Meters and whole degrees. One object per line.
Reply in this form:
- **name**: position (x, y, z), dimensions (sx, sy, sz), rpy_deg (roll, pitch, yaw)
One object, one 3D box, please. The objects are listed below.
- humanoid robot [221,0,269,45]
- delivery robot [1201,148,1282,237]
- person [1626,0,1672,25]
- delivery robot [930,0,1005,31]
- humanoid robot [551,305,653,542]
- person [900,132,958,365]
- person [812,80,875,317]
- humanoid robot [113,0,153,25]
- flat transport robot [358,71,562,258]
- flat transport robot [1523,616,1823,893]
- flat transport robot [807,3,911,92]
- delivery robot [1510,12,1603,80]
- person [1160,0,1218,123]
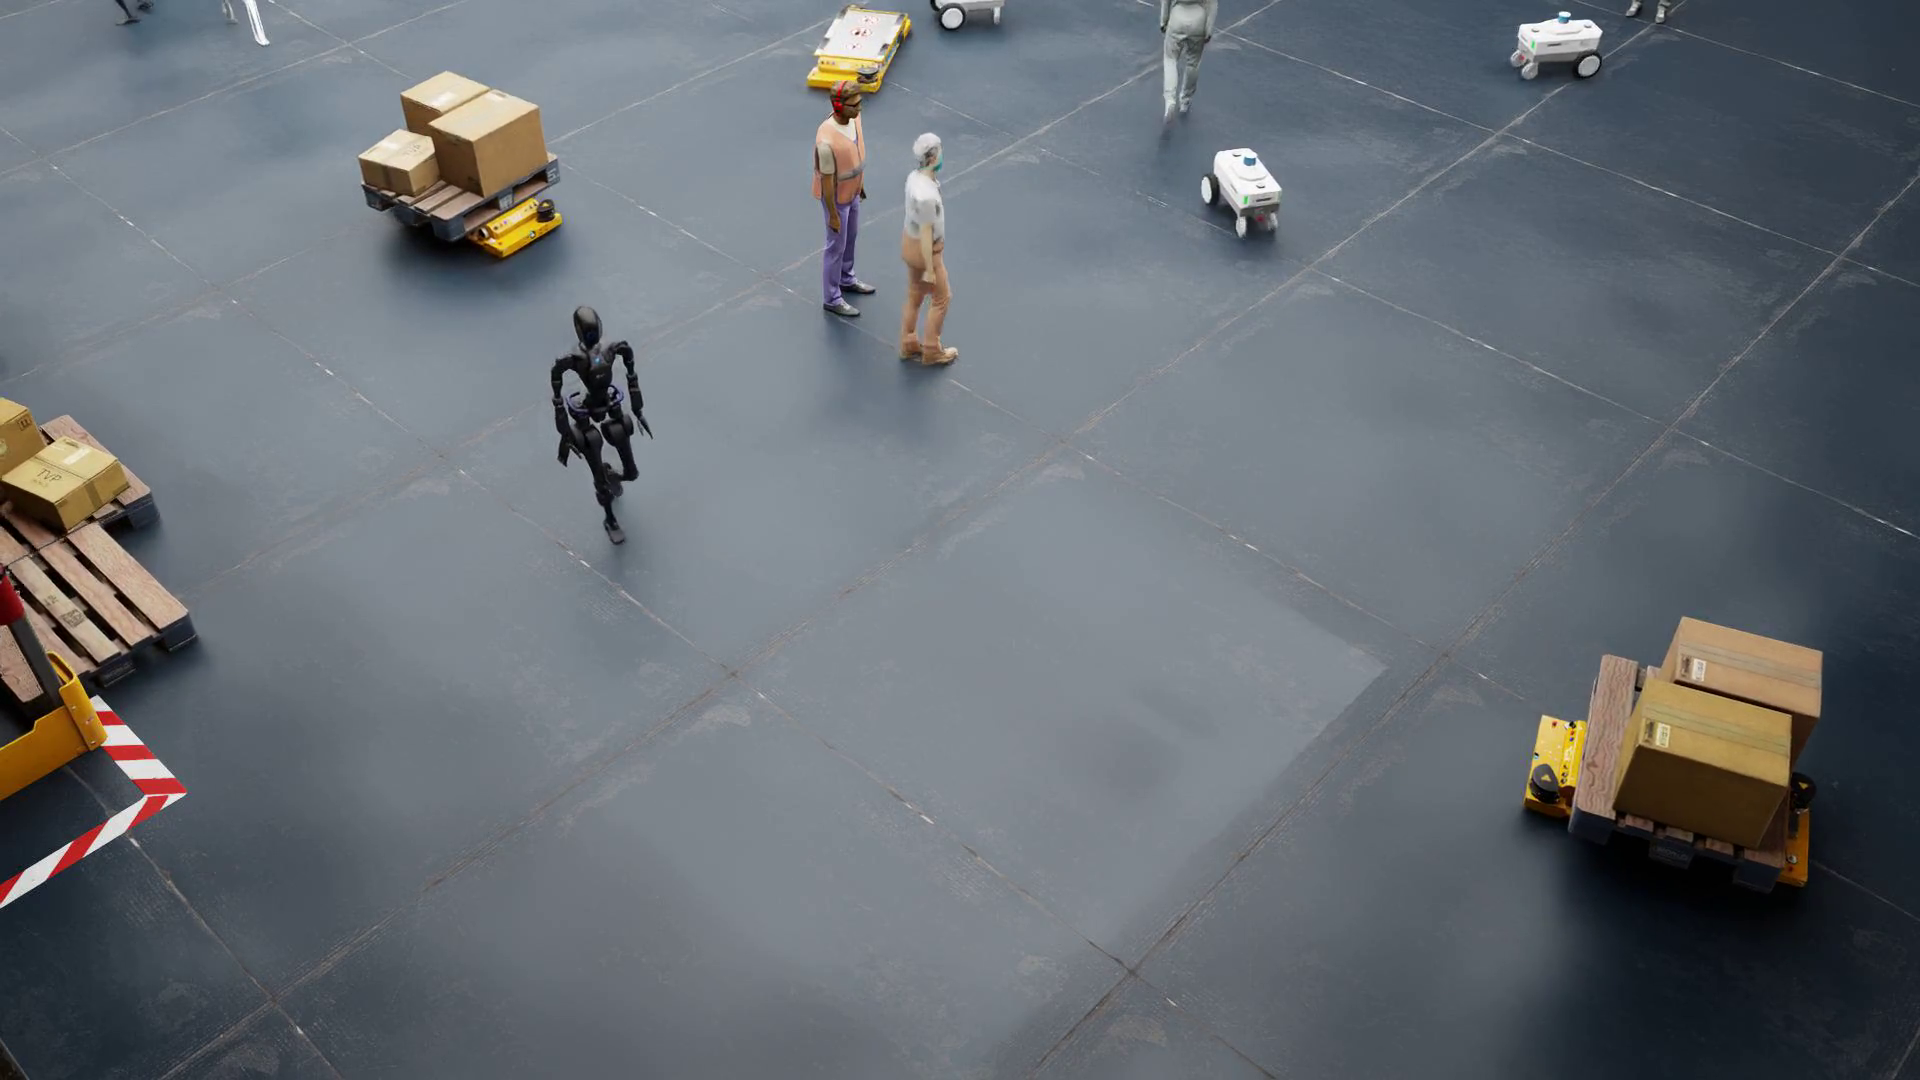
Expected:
- **humanoid robot**: position (-6.939, -5.565, 15.641), dimensions (0.551, 1.798, 0.918), rpy_deg (-26, 48, -26)
- **delivery robot**: position (2.315, -2.873, 13.518), dimensions (0.499, 0.611, 0.792), rpy_deg (-10, 43, -11)
- **person**: position (6.792, -5.891, 15.908), dimensions (0.574, 1.830, 0.412), rpy_deg (18, 45, 19)
- **delivery robot**: position (0.072, -5.306, 16.224), dimensions (0.785, 0.614, 0.525), rpy_deg (-8, 43, -8)
- **humanoid robot**: position (-2.260, -0.767, 10.324), dimensions (0.604, 1.638, 0.526), rpy_deg (-23, 47, -24)
- **person**: position (-0.239, -2.024, 11.696), dimensions (0.478, 1.711, 0.514), rpy_deg (-11, 43, -12)
- **person**: position (-0.870, -2.510, 12.148), dimensions (0.391, 1.836, 0.559), rpy_deg (13, 44, 14)
- **humanoid robot**: position (-8.221, -5.775, 15.900), dimensions (0.391, 1.643, 0.585), rpy_deg (4, 42, 4)
- **flat transport robot**: position (-3.997, -2.728, 13.558), dimensions (1.431, 0.231, 0.659), rpy_deg (25, 48, 25)
- **flat transport robot**: position (3.840, 1.370, 9.003), dimensions (1.431, 0.231, 0.659), rpy_deg (15, 44, 16)
- **flat transport robot**: position (-0.942, -4.651, 15.696), dimensions (0.659, 0.231, 1.431), rpy_deg (8, 43, 9)
- **delivery robot**: position (5.558, -4.598, 15.420), dimensions (0.774, 0.592, 0.499), rpy_deg (-7, 42, -7)
- **person**: position (1.968, -4.449, 14.378), dimensions (0.491, 1.724, 0.644), rpy_deg (7, 42, 8)
